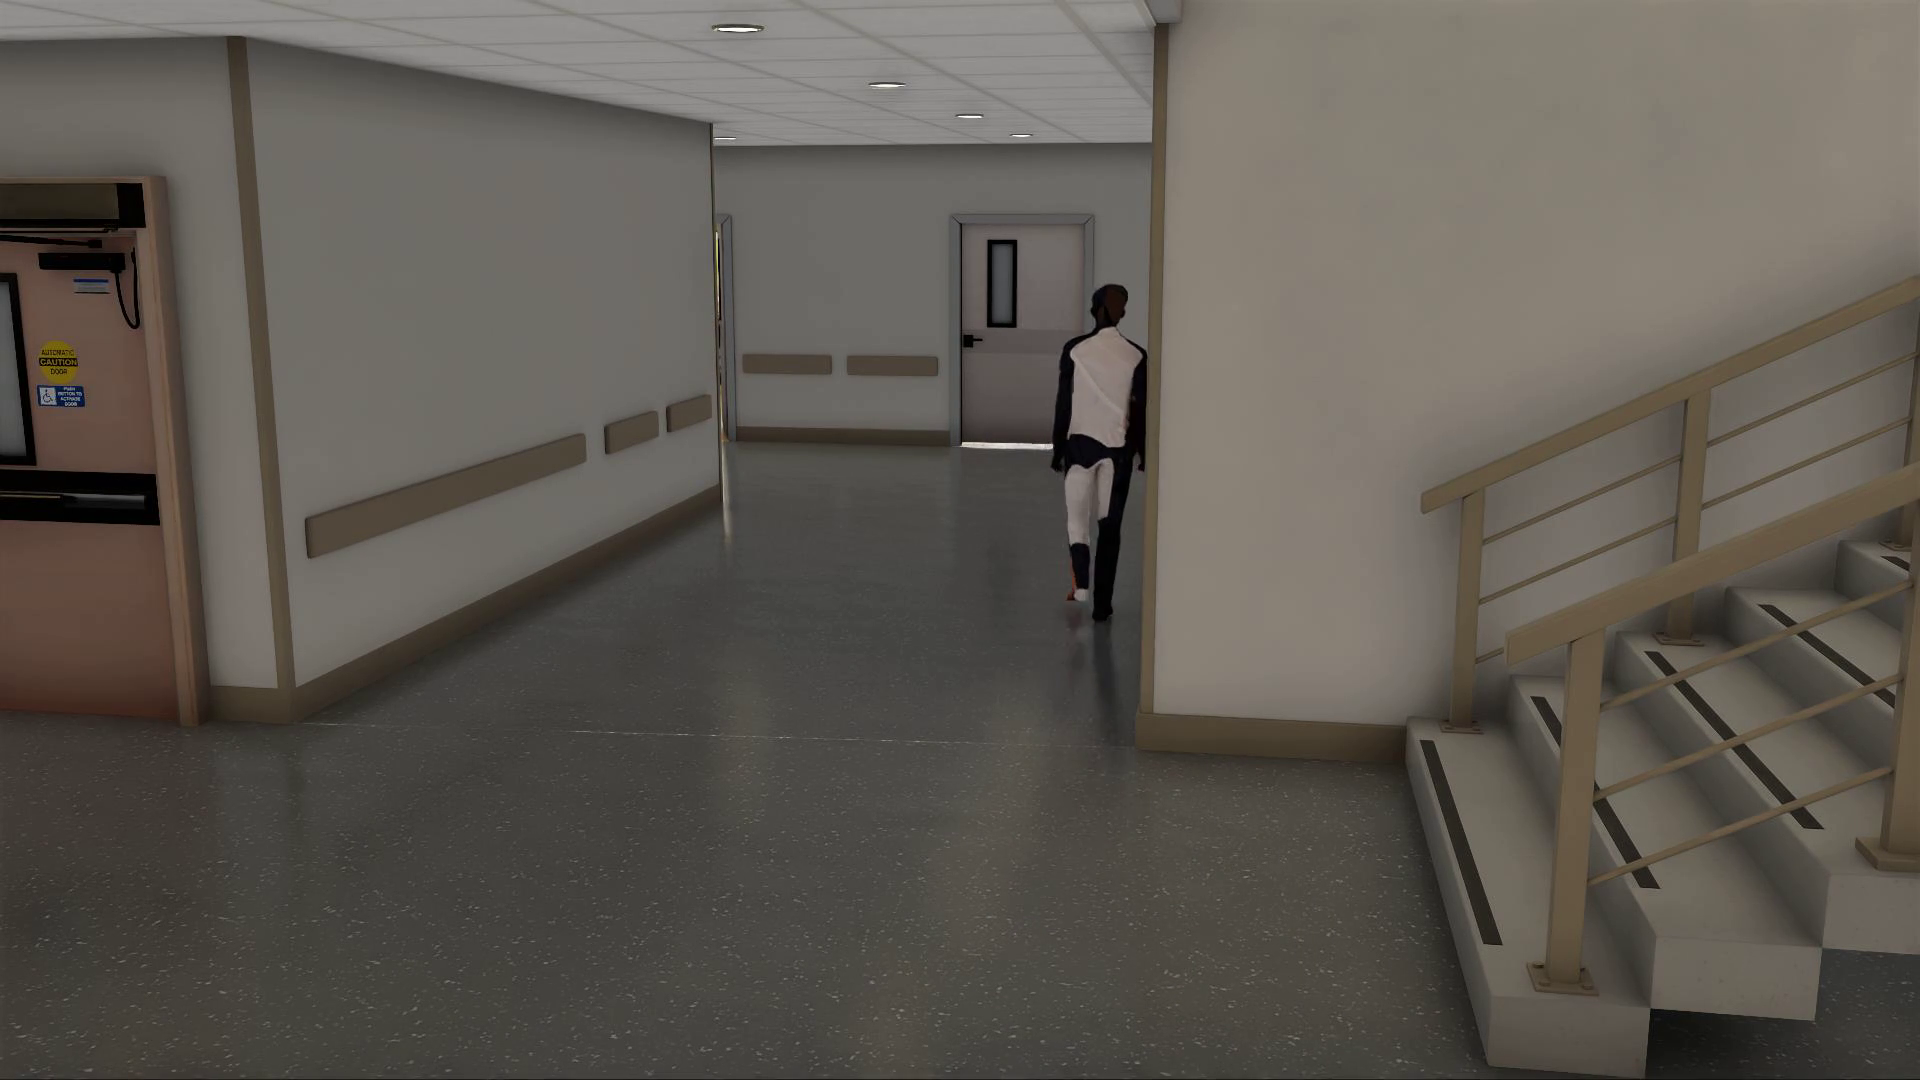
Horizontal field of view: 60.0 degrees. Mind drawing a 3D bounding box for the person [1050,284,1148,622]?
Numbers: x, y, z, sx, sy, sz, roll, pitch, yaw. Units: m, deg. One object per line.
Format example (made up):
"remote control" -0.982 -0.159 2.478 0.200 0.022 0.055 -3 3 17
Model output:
"person" 0.780 -0.475 9.312 0.596 1.880 0.797 1 11 6
